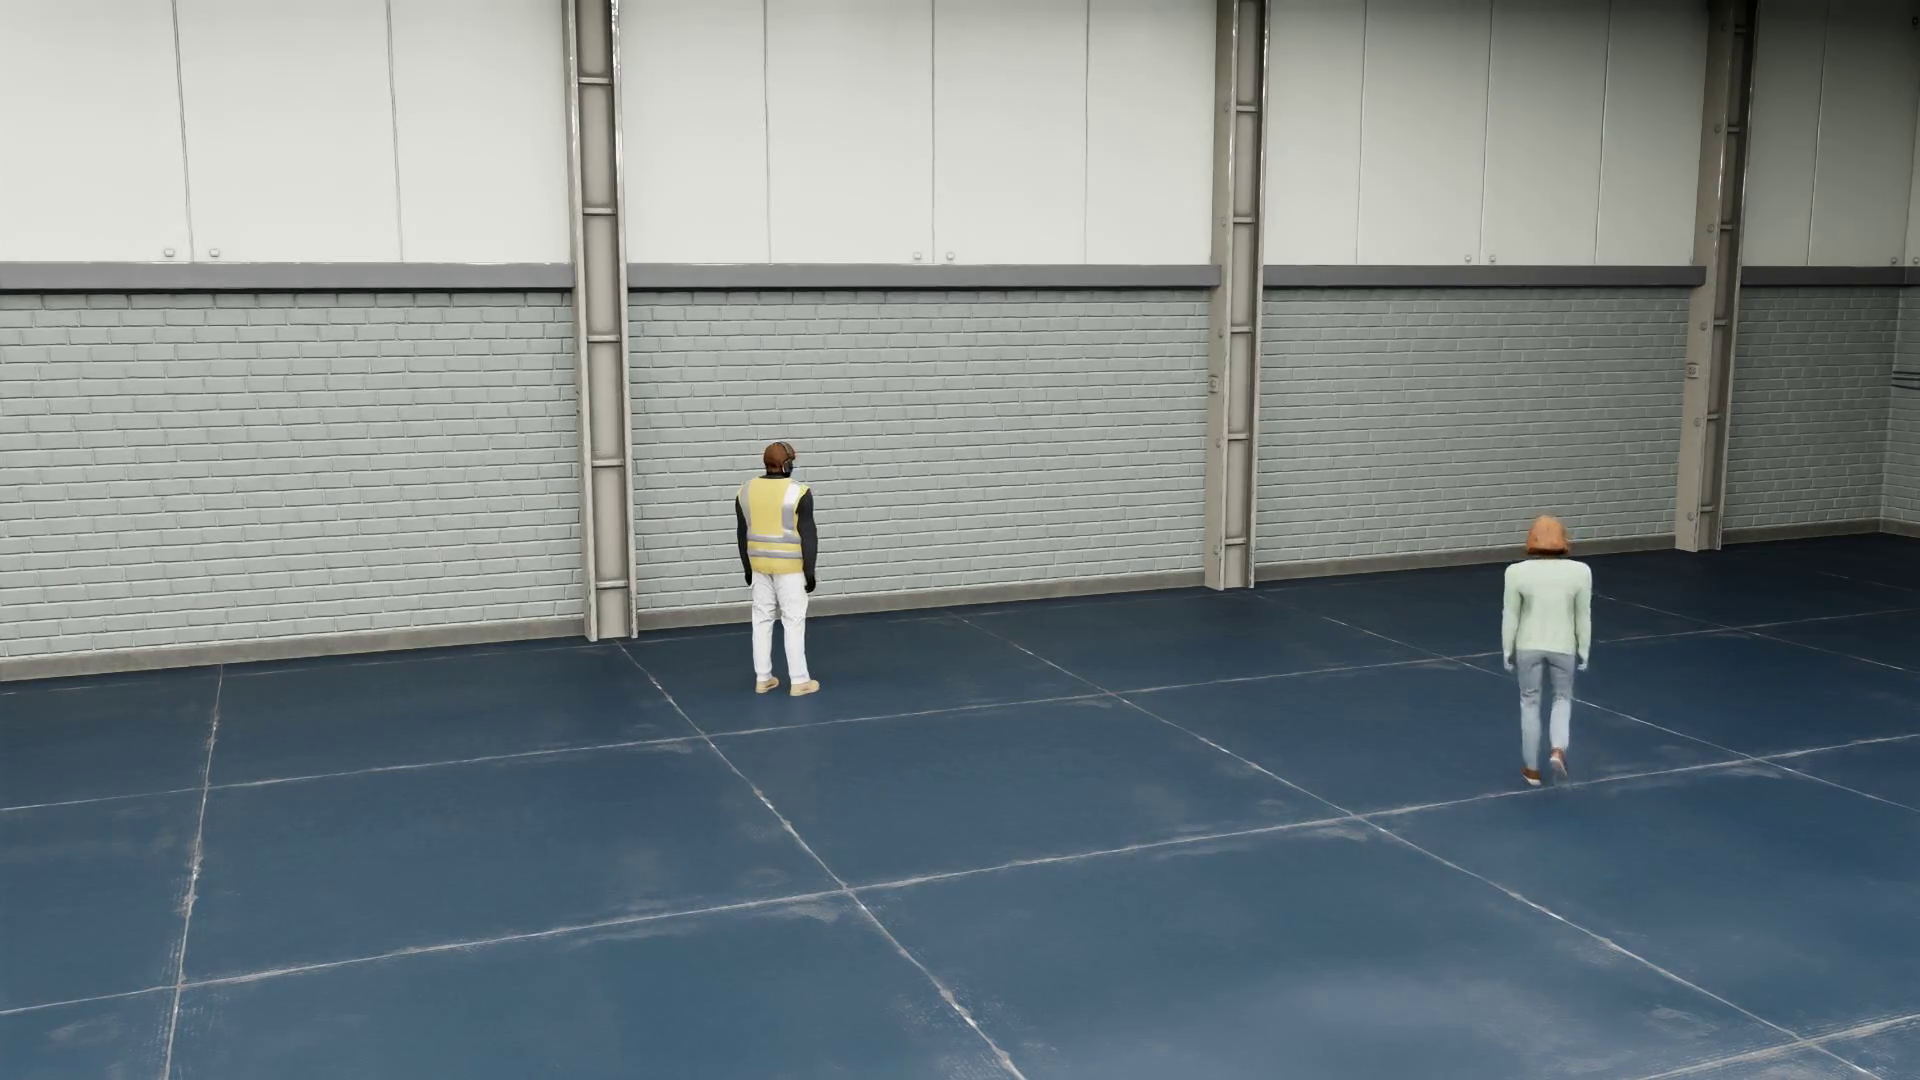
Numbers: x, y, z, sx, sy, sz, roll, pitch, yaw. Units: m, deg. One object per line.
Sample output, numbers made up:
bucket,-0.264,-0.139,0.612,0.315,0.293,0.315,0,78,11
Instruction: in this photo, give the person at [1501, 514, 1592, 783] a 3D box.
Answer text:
person,3.471,0.655,9.874,0.508,1.621,0.385,2,9,14

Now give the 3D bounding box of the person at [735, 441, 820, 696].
person,-1.304,0.207,12.041,0.623,1.844,0.430,4,10,23
